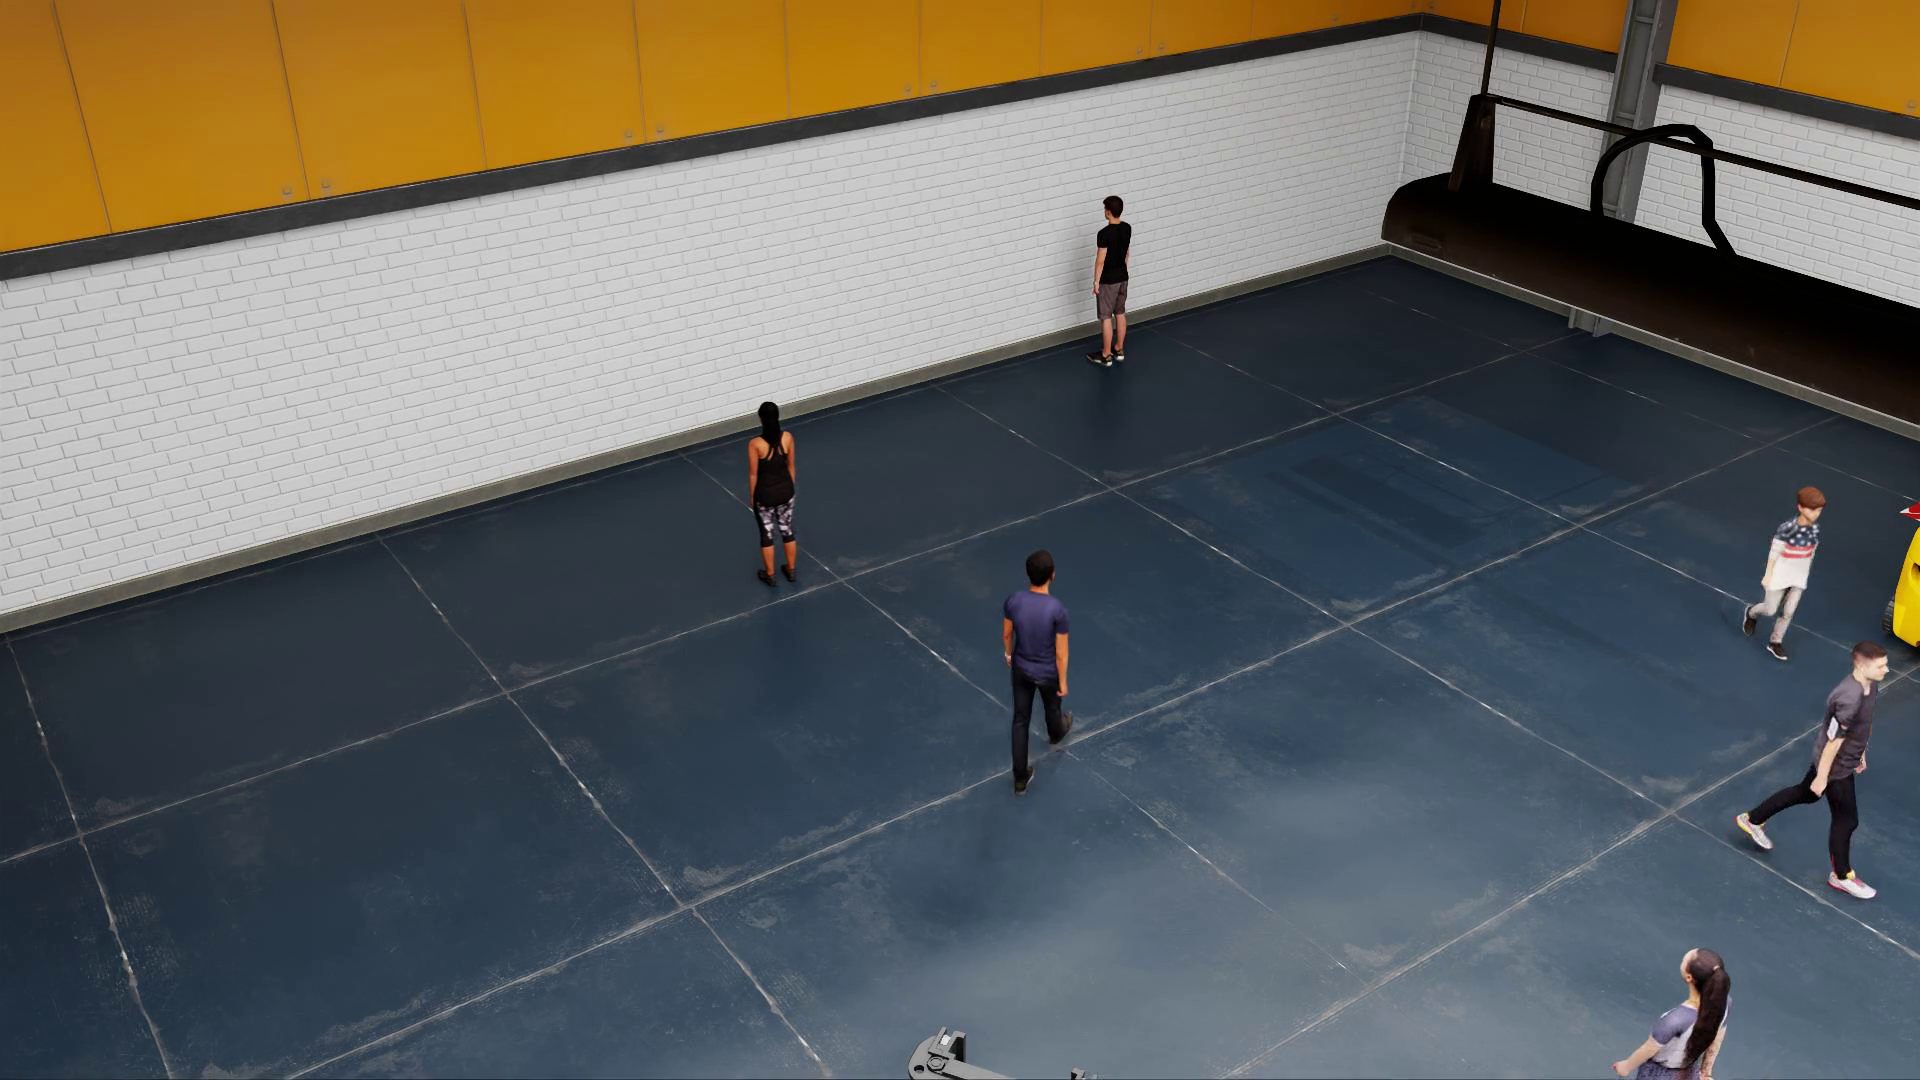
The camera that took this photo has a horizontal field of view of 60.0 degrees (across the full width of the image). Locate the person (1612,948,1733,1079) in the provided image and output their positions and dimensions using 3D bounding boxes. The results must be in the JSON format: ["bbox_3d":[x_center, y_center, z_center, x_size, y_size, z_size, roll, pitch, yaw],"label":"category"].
[{"bbox_3d":[3.531,2.730,8.162,0.627,1.612,0.969,-15,32,-26],"label":"person"}]

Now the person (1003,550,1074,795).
[{"bbox_3d":[0.477,0.938,11.297,1.108,1.756,1.085,10,30,18],"label":"person"}]

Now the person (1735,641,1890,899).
[{"bbox_3d":[5.445,1.381,10.513,1.214,1.729,0.839,23,36,35],"label":"person"}]

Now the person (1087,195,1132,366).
[{"bbox_3d":[1.670,-2.842,18.118,0.671,1.860,0.613,-23,36,-36],"label":"person"}]

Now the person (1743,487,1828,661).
[{"bbox_3d":[6.421,0.217,12.954,0.711,1.434,0.818,-3,29,-6],"label":"person"}]

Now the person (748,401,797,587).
[{"bbox_3d":[-1.555,-0.400,13.846,0.560,1.664,0.496,-18,34,-30],"label":"person"}]
